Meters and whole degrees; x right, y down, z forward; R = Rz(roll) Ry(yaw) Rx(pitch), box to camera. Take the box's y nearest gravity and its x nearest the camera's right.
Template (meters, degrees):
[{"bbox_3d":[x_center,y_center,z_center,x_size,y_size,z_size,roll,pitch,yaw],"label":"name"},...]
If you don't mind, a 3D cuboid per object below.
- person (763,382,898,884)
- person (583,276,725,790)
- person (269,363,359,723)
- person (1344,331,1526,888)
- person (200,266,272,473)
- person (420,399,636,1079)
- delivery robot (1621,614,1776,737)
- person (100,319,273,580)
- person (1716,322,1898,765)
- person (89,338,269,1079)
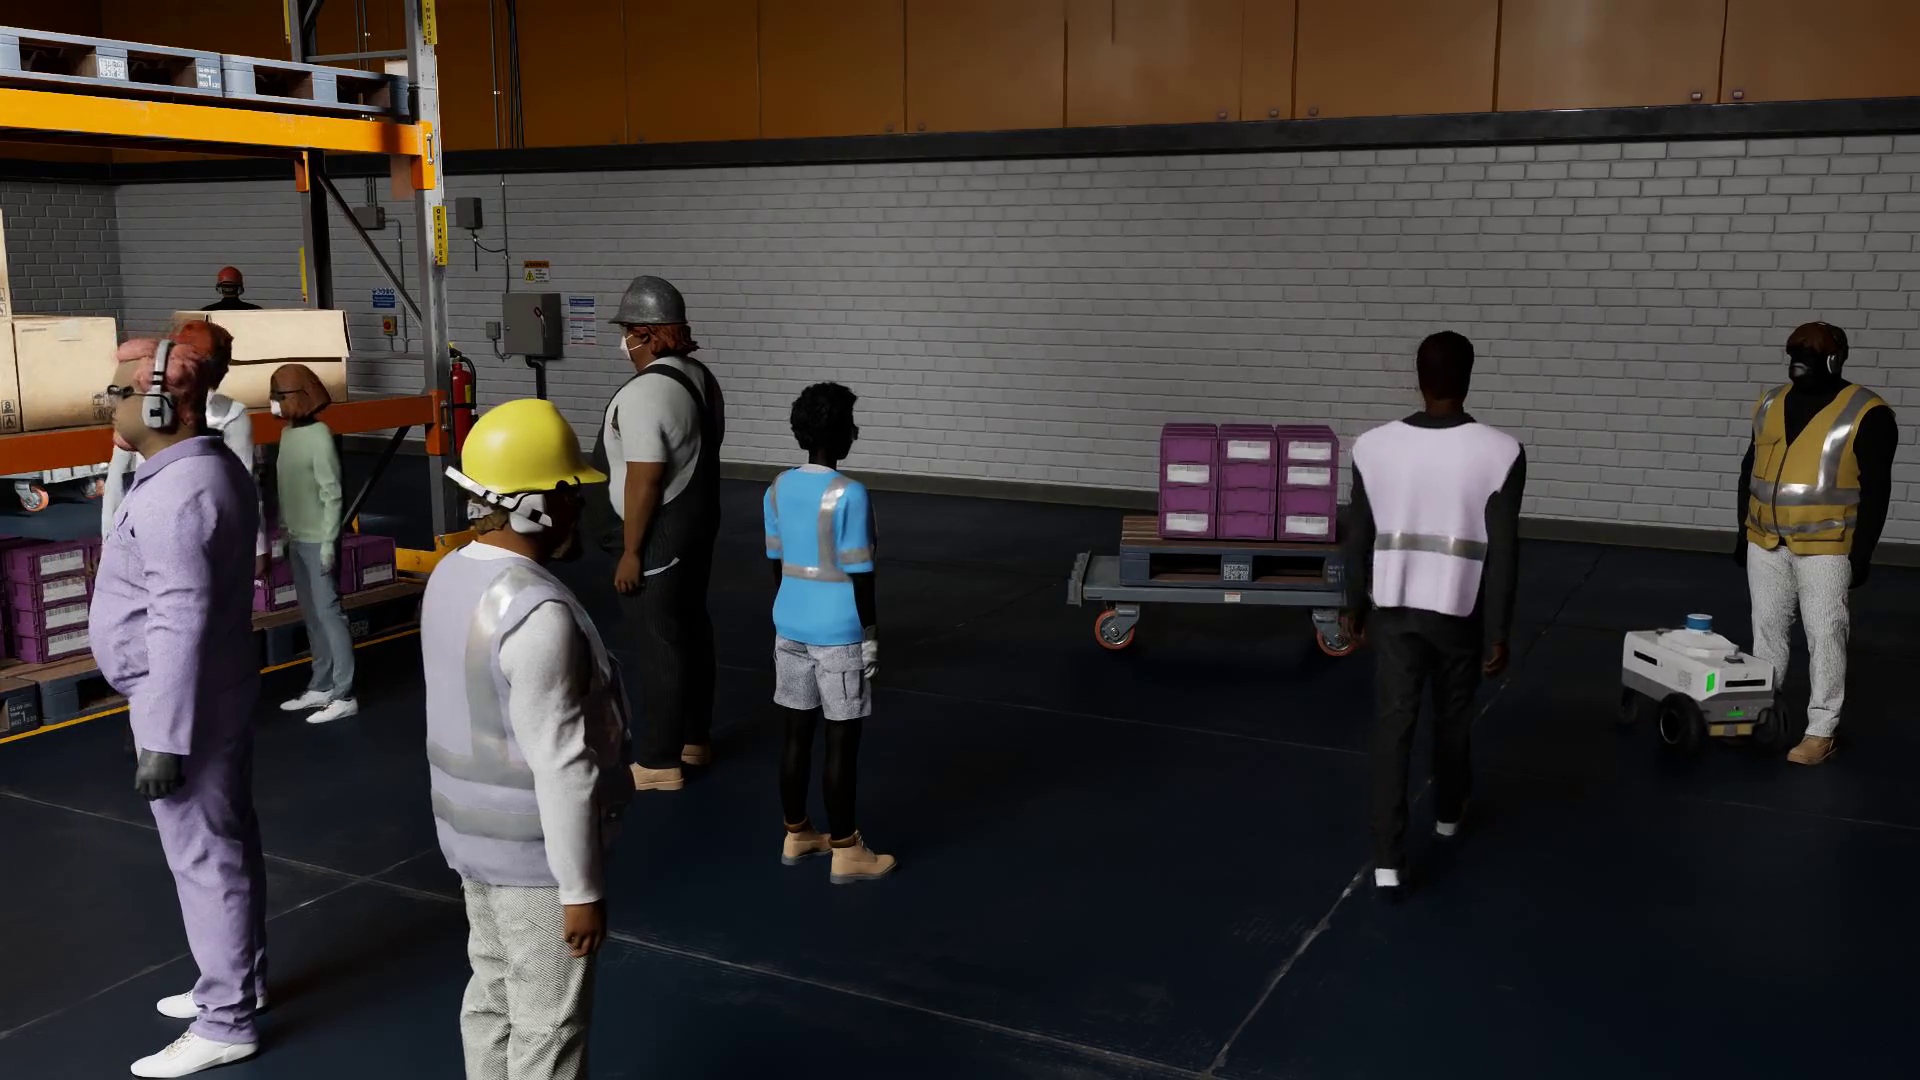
[{"bbox_3d":[-0.450,0.313,5.655,0.319,1.698,0.532,-9,13,-42],"label":"person"},{"bbox_3d":[-1.238,-0.031,6.653,0.538,2.000,0.683,2,10,13],"label":"person"},{"bbox_3d":[-2.961,0.013,7.579,0.268,1.630,0.507,-9,13,-42],"label":"person"},{"bbox_3d":[1.607,0.224,5.724,0.606,1.868,1.061,5,11,25],"label":"person"},{"bbox_3d":[-6.957,-1.621,15.989,0.613,1.994,0.395,-4,11,-23],"label":"person"},{"bbox_3d":[-0.882,0.623,3.472,0.404,1.833,0.592,-7,12,-36],"label":"person"},{"bbox_3d":[3.201,0.564,7.234,0.477,0.478,0.707,-1,10,-9],"label":"delivery robot"},{"bbox_3d":[-3.261,0.004,7.010,0.605,1.843,0.637,2,10,11],"label":"person"},{"bbox_3d":[3.539,0.009,6.998,0.429,1.842,0.634,-6,11,-29],"label":"person"},{"bbox_3d":[-2.036,0.431,4.357,0.410,1.913,0.643,-3,10,-14],"label":"person"}]
